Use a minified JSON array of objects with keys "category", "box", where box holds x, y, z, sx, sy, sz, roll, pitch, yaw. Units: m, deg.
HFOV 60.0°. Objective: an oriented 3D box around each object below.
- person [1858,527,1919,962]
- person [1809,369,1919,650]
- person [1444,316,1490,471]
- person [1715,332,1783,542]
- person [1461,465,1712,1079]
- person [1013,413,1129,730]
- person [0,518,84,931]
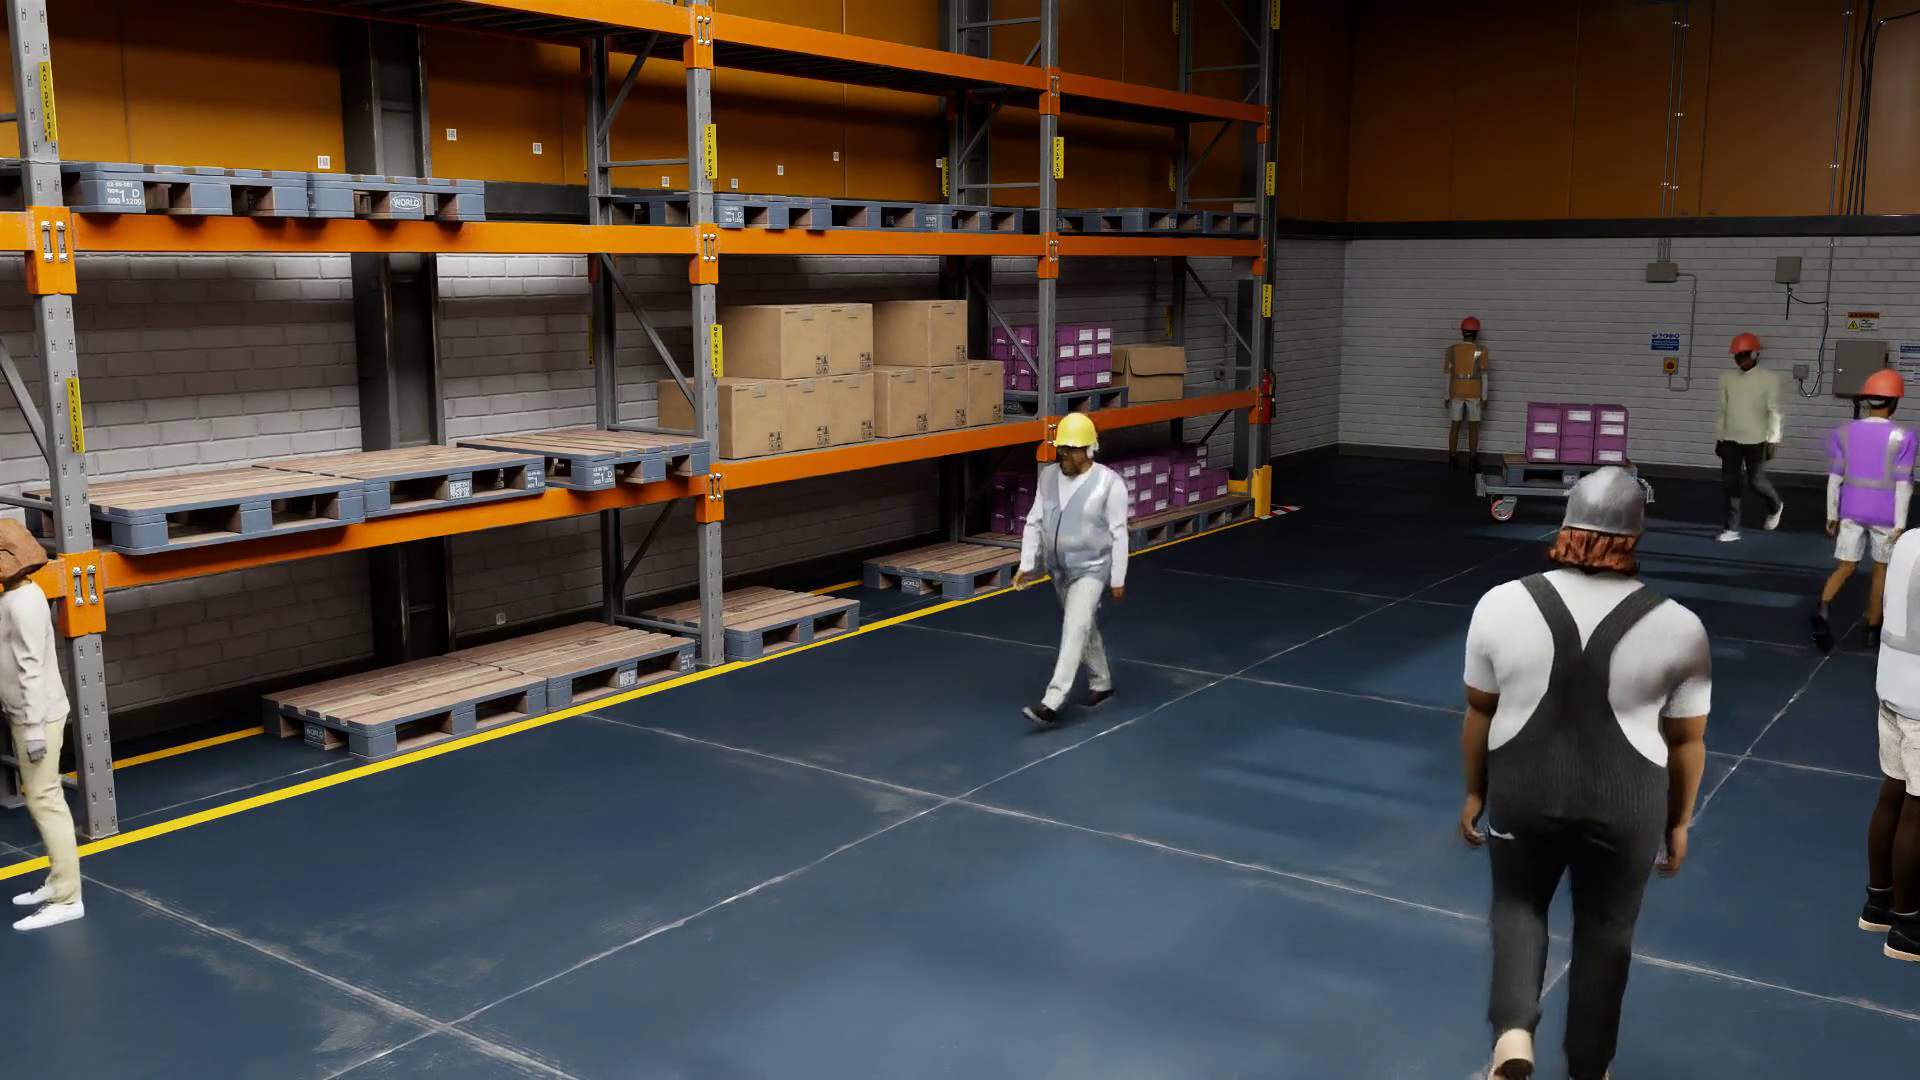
[{"category":"person","box":[3.671,0.606,6.274,0.379,1.959,0.603,2,10,13]},{"category":"person","box":[6.048,-0.184,11.123,0.796,1.916,0.548,-7,12,-36]},{"category":"person","box":[6.346,-1.827,20.830,0.551,1.934,0.373,6,11,30]},{"category":"person","box":[7.445,-0.969,15.654,0.720,1.967,0.623,-7,12,-37]},{"category":"person","box":[1.898,0.765,5.084,0.695,2.000,0.599,4,10,24]},{"category":"person","box":[0.625,0.164,9.455,0.581,1.768,0.957,9,13,42]},{"category":"person","box":[-3.699,0.718,6.606,0.284,1.625,0.505,-7,12,-34]}]
